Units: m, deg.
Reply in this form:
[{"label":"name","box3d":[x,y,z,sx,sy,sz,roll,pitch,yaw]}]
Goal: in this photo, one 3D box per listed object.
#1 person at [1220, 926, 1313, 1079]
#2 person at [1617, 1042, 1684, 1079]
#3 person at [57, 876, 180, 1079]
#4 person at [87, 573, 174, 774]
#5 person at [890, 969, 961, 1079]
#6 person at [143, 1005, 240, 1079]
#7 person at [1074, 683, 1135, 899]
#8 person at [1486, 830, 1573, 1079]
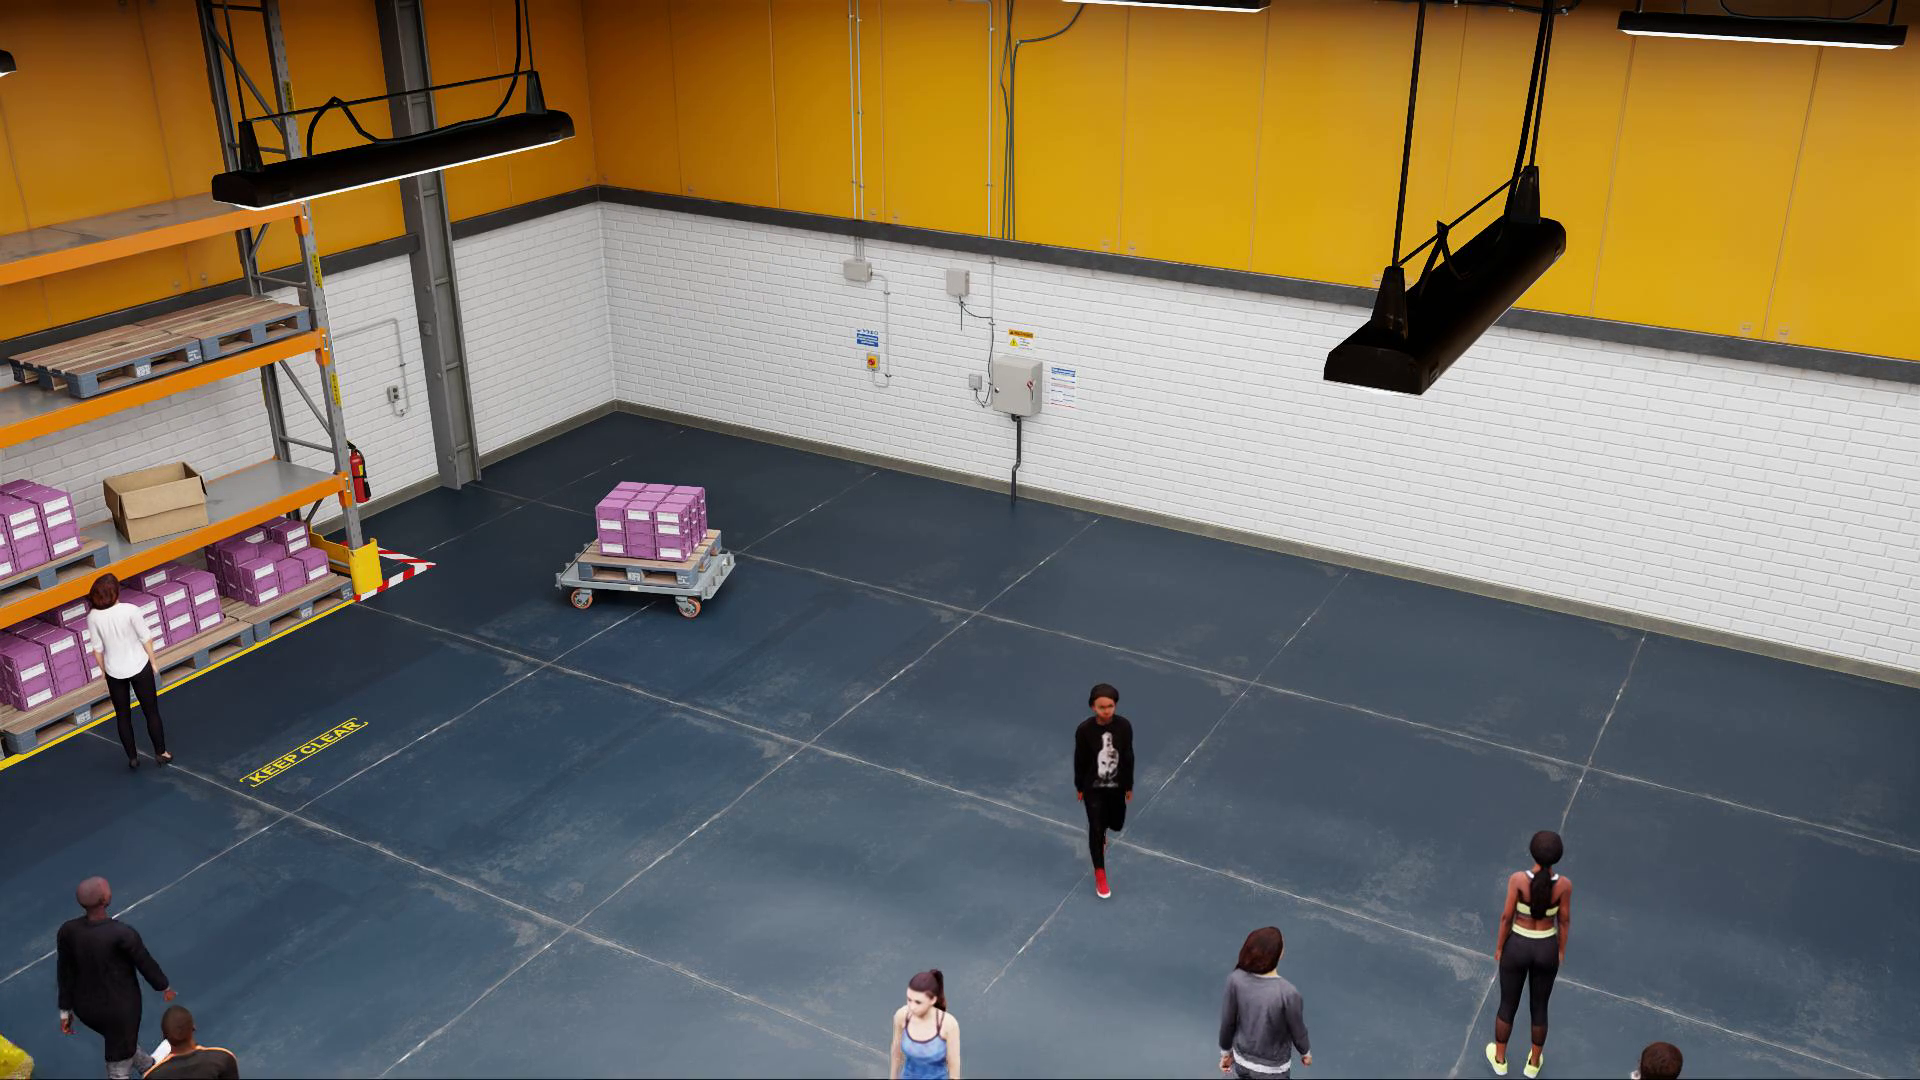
[{"label":"person","box3d":[1.671,3.030,9.458,0.725,1.724,1.092,18,29,35]},{"label":"person","box3d":[3.449,3.358,8.547,0.698,1.851,0.598,17,29,33]},{"label":"person","box3d":[-5.098,2.857,9.863,0.959,1.715,1.230,3,24,8]},{"label":"person","box3d":[-6.892,1.103,13.776,0.671,1.795,0.733,-6,24,-14]},{"label":"person","box3d":[-0.151,3.096,9.464,0.597,1.598,0.641,10,26,23]},{"label":"person","box3d":[-4.017,3.244,8.866,0.653,1.805,0.754,-11,26,-23]},{"label":"person","box3d":[1.064,1.789,12.372,0.930,1.663,1.035,-3,24,-7]},{"label":"person","box3d":[3.571,2.595,10.416,0.627,1.753,0.605,4,24,10]}]
